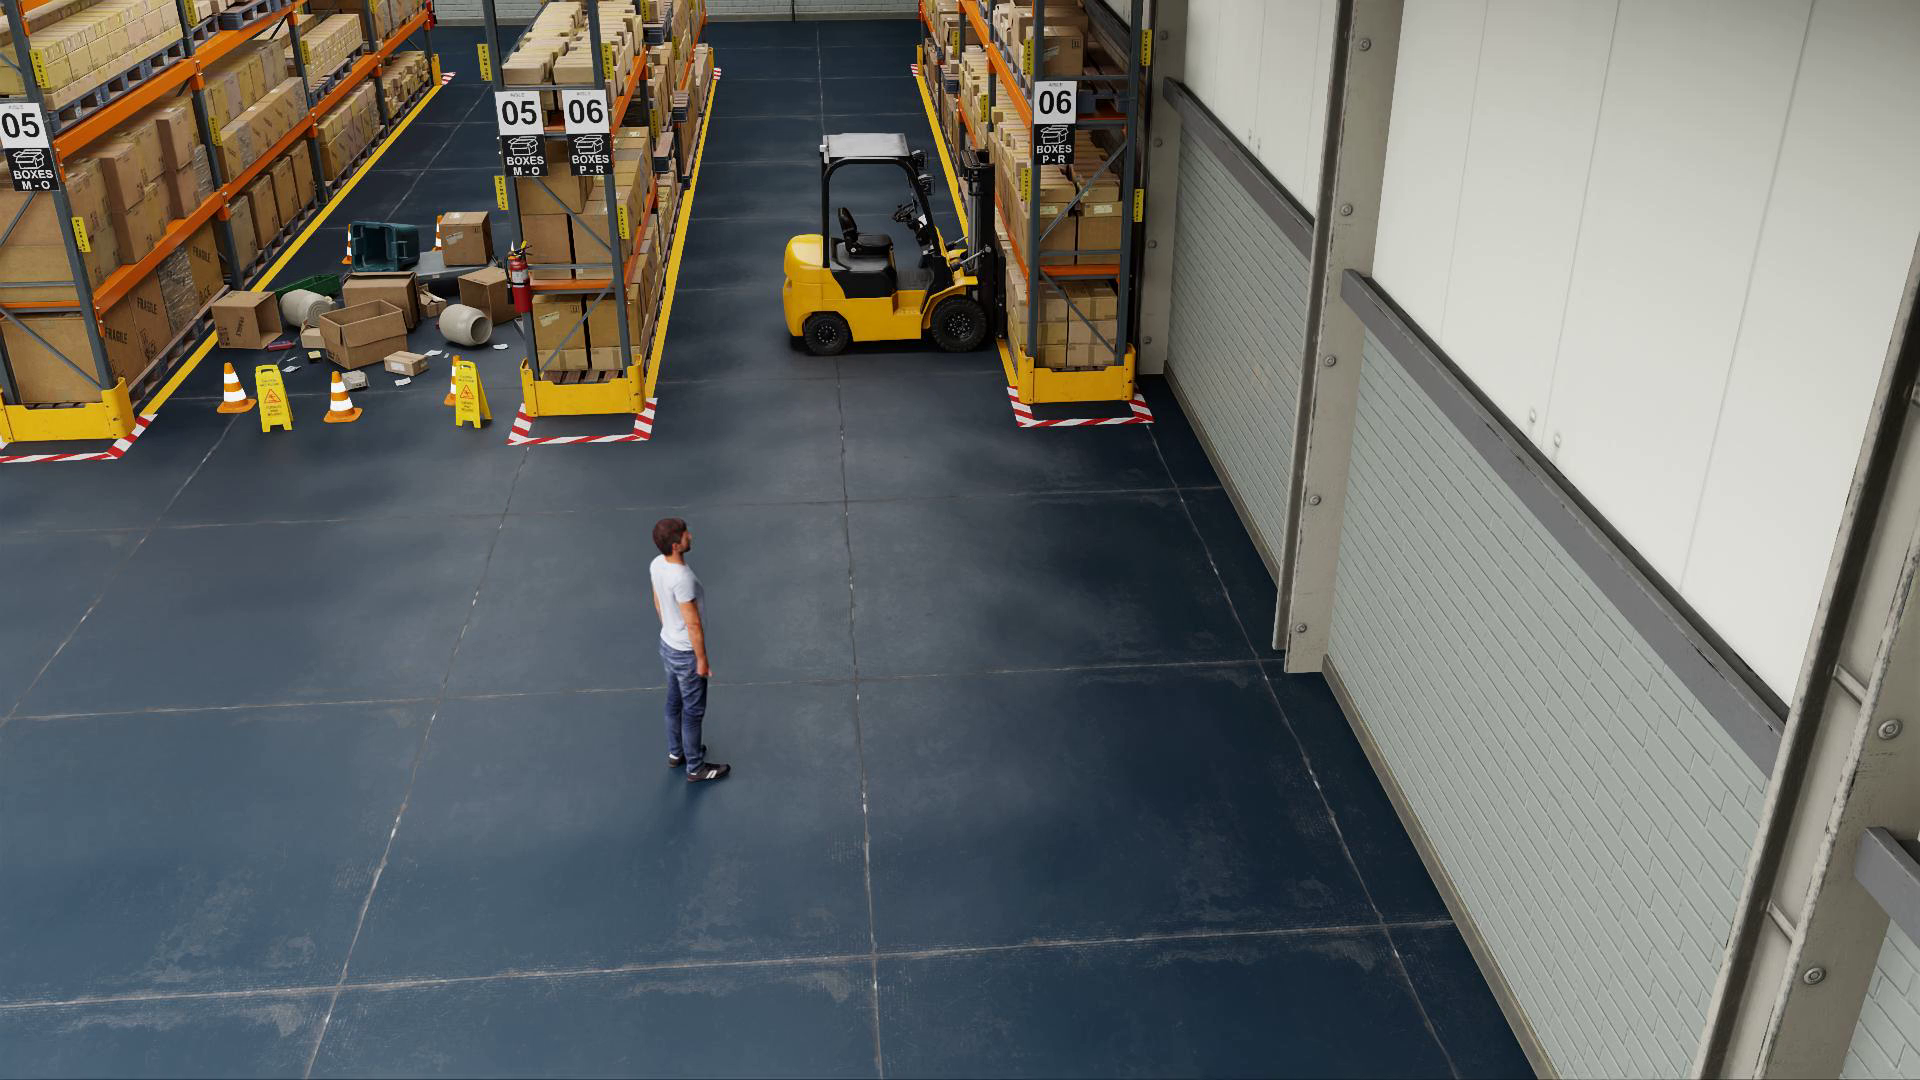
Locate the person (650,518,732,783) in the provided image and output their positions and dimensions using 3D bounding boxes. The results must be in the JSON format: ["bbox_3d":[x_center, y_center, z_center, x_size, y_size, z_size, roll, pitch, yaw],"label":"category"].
[{"bbox_3d":[-1.801,0.704,10.784,0.780,1.865,0.663,-18,32,-31],"label":"person"}]
